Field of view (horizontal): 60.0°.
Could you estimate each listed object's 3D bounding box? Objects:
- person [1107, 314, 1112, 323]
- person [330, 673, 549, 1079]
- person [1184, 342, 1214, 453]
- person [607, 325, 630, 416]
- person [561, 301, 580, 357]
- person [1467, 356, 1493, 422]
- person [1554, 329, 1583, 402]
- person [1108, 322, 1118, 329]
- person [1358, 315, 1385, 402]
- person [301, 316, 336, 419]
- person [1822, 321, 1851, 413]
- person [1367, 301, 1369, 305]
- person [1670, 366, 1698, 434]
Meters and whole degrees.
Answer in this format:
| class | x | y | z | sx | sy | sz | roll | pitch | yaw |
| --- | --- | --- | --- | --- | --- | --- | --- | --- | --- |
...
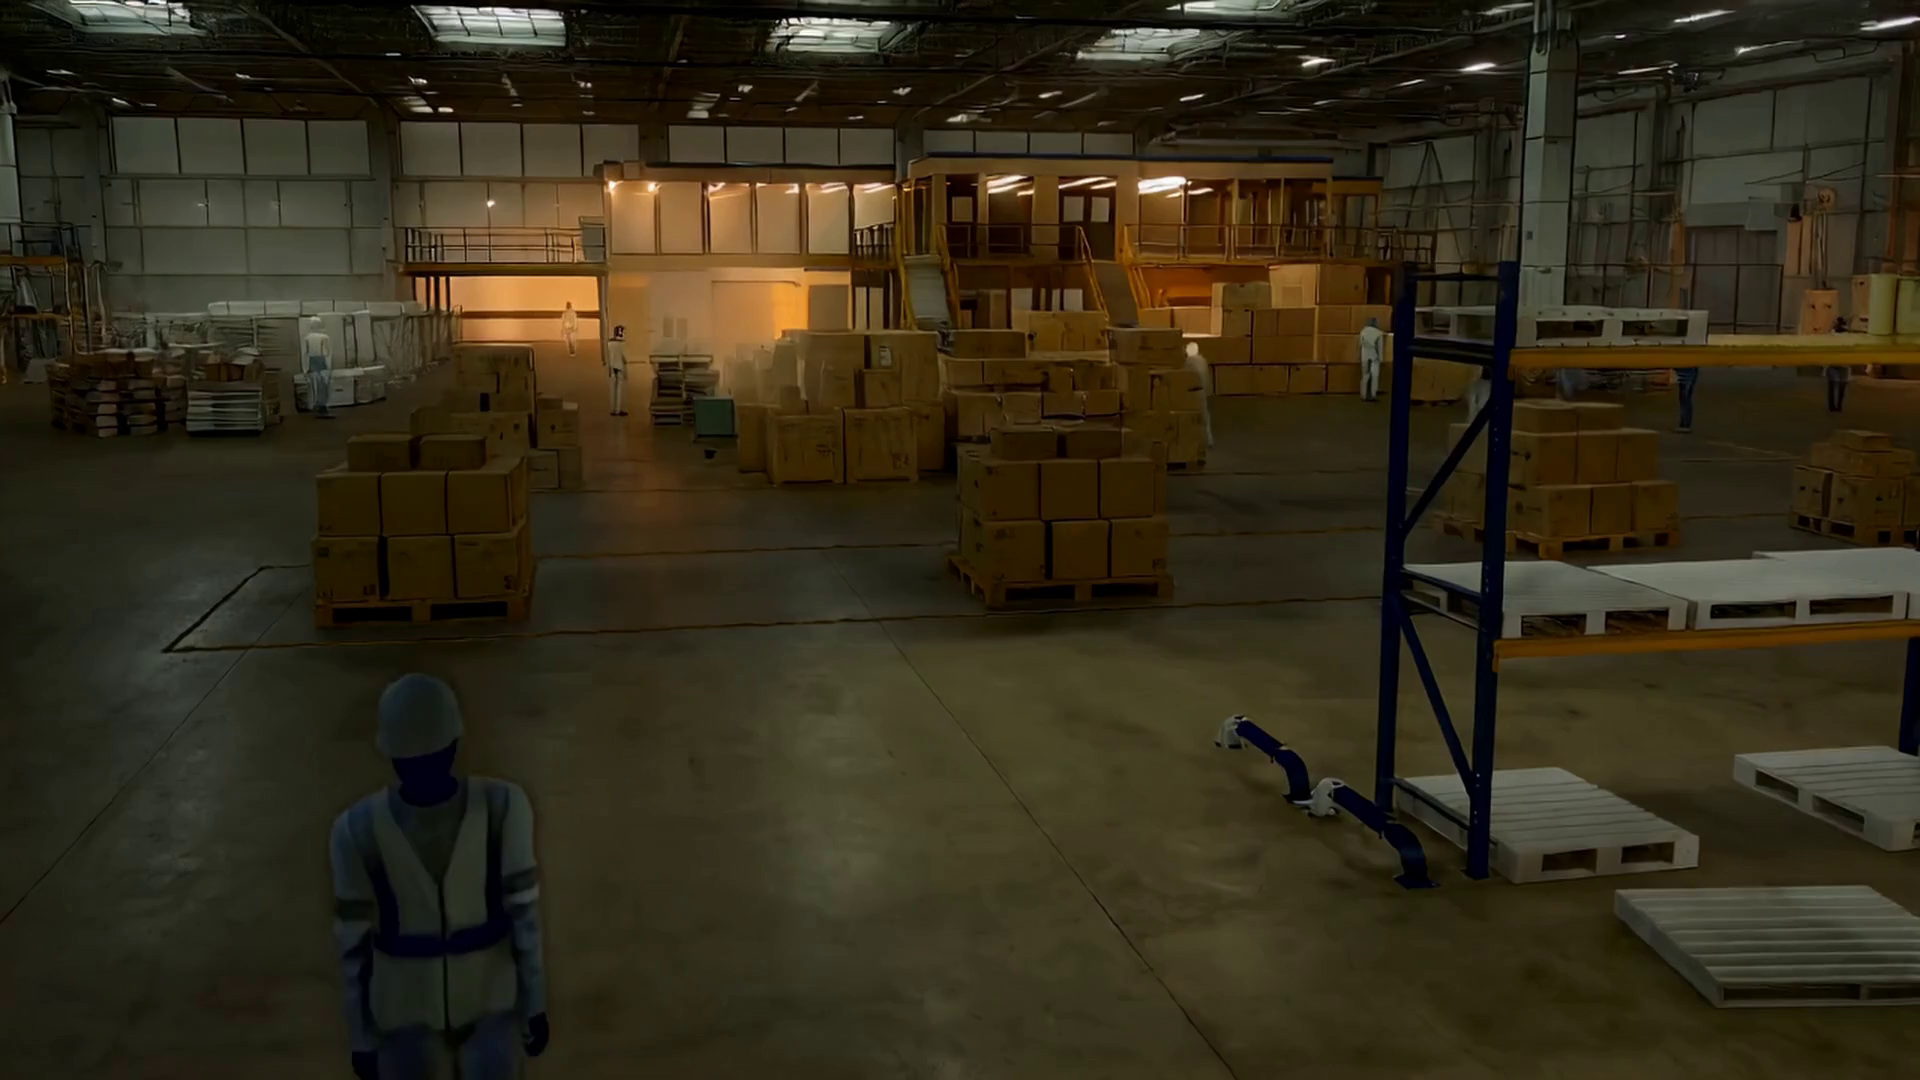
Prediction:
| class | x | y | z | sx | sy | sz | roll | pitch | yaw |
| --- | --- | --- | --- | --- | --- | --- | --- | --- | --- |
| person | 3.713 | -4.925 | 42.908 | 0.776 | 1.821 | 0.635 | -5 | 10 | -26 |
| person | -1.467 | 1.285 | 4.720 | 0.560 | 1.918 | 0.558 | -3 | 10 | -19 |
| person | 3.806 | -2.319 | 27.089 | 0.621 | 1.799 | 0.976 | -5 | 11 | -30 |
| person | -6.917 | -3.408 | 33.525 | 0.573 | 1.850 | 0.450 | 7 | 11 | 35 |
| person | -13.048 | -7.048 | 55.642 | 0.621 | 1.869 | 0.426 | -3 | 10 | -16 |
| person | 6.797 | -1.492 | 21.643 | 0.376 | 1.924 | 0.597 | 8 | 13 | 42 |
| person | 11.134 | -2.943 | 30.566 | 0.604 | 1.893 | 0.867 | -4 | 10 | -23 |
| person | 3.017 | -3.154 | 31.667 | 0.848 | 1.961 | 0.599 | -8 | 12 | -40 |
| person | 9.226 | -4.072 | 37.306 | 0.629 | 1.940 | 0.379 | 9 | 13 | 44 |
| person | -12.686 | -3.401 | 32.900 | 0.607 | 2.044 | 0.372 | 2 | 9 | 10 |
| person | 18.110 | -3.563 | 34.339 | 0.564 | 1.888 | 0.963 | 4 | 10 | 21 |
| person | 12.663 | -6.400 | 51.332 | 0.625 | 1.990 | 0.395 | -9 | 13 | -42 |
| person | 13.106 | -2.885 | 30.042 | 0.393 | 1.946 | 0.617 | 2 | 10 | 11 |
